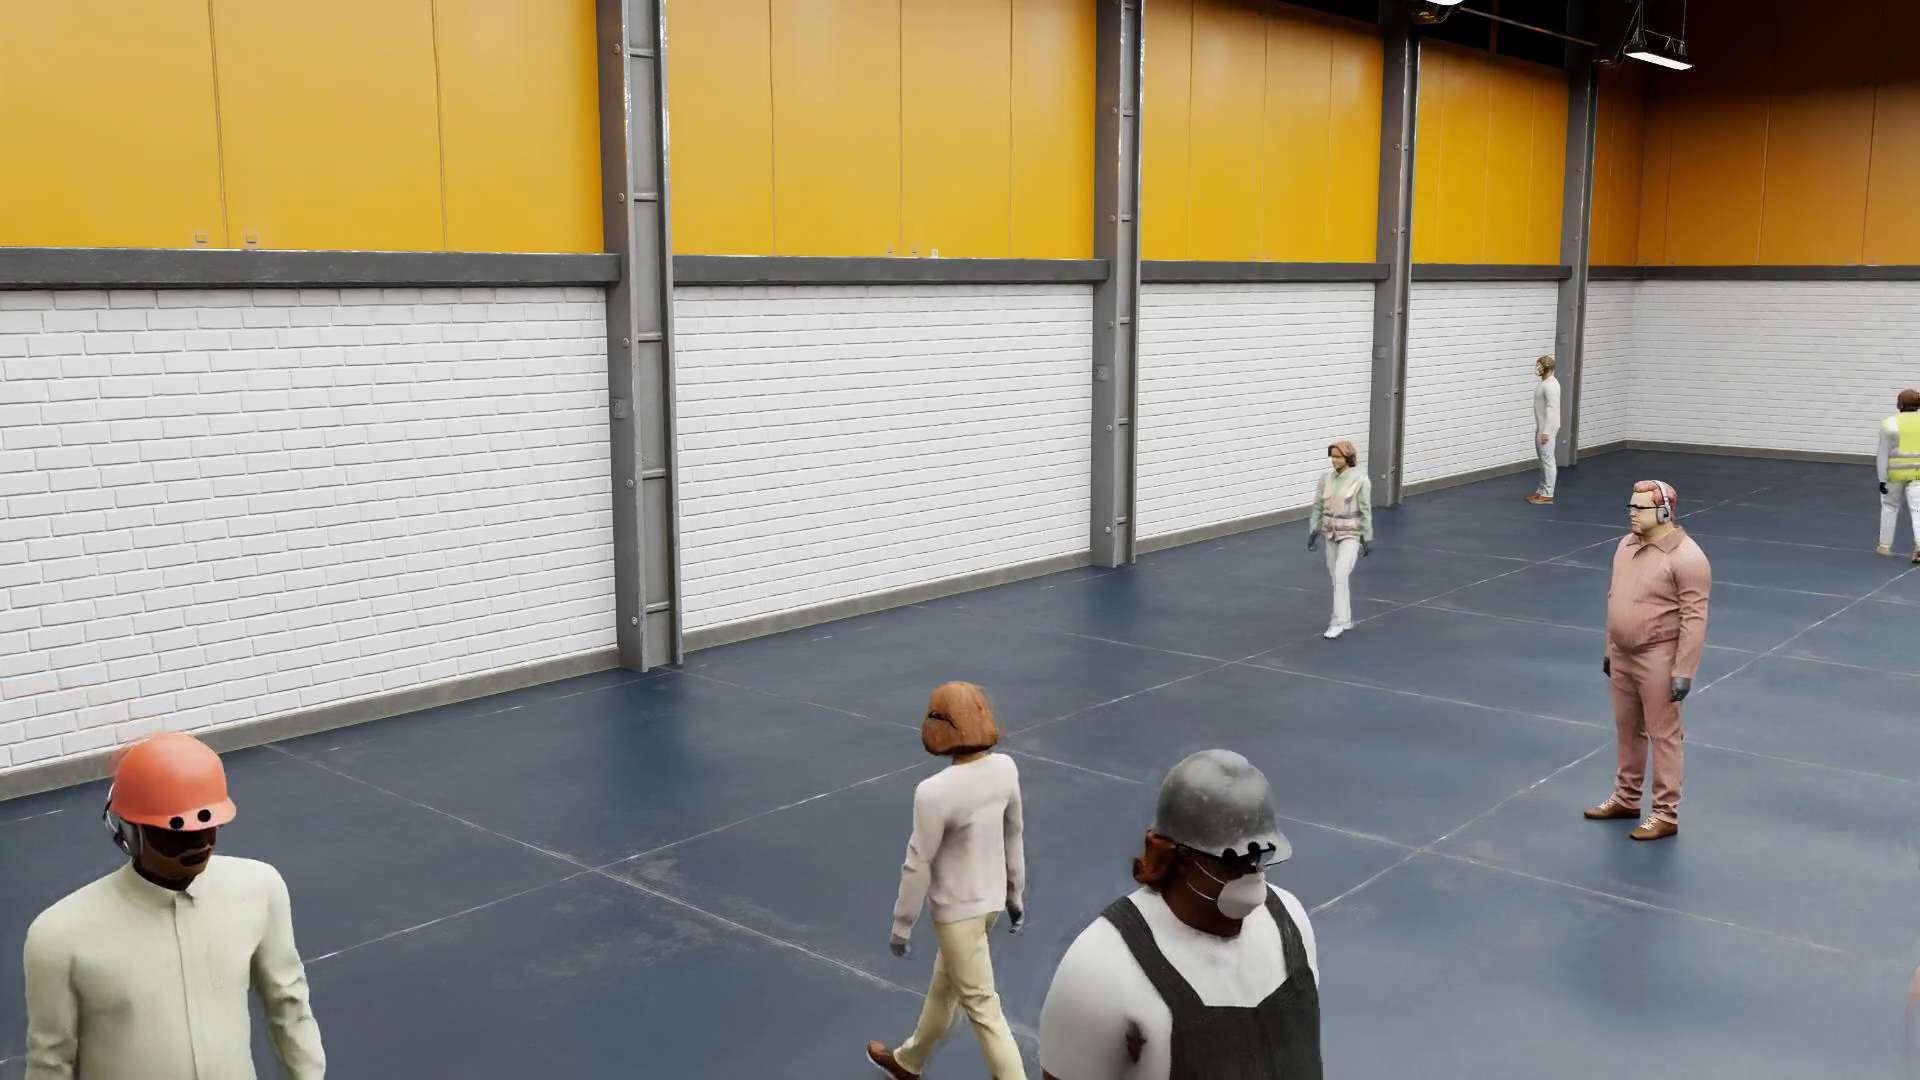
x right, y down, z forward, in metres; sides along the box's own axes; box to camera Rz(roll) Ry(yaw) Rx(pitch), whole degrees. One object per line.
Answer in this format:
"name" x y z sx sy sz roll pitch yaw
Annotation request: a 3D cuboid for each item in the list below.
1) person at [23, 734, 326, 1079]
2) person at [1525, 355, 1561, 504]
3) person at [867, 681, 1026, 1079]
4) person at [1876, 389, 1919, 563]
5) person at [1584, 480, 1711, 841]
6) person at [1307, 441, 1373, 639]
"person" -1.823 1.396 3.948 1.056 1.930 0.622 7 11 37
"person" 7.627 -1.434 21.682 0.376 1.940 0.629 2 9 14
"person" -0.036 1.269 5.783 0.842 1.579 0.519 7 11 37
"person" 9.896 -0.676 17.364 0.617 1.809 0.941 3 9 16
"person" 3.634 0.629 8.830 0.401 1.907 0.648 -3 9 -16
"person" 3.078 0.004 13.668 0.647 1.617 0.533 -7 11 -38
